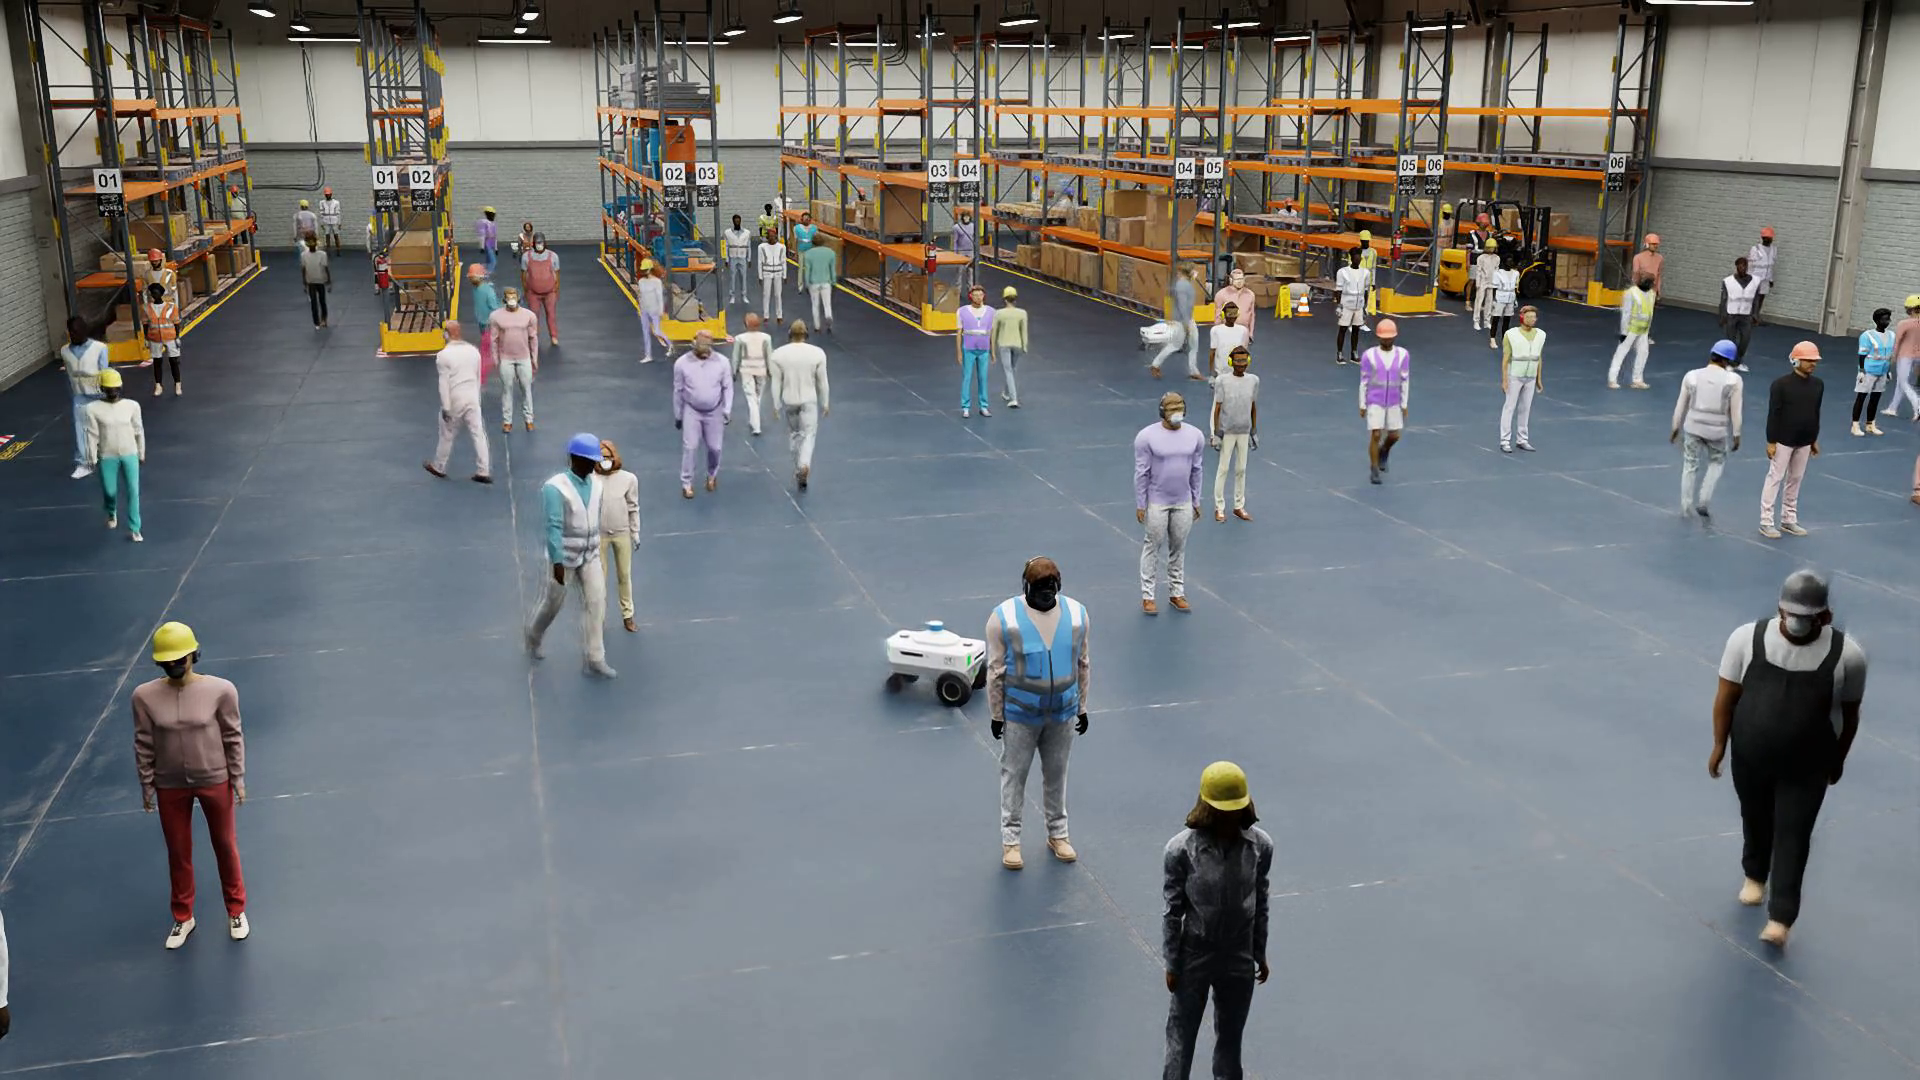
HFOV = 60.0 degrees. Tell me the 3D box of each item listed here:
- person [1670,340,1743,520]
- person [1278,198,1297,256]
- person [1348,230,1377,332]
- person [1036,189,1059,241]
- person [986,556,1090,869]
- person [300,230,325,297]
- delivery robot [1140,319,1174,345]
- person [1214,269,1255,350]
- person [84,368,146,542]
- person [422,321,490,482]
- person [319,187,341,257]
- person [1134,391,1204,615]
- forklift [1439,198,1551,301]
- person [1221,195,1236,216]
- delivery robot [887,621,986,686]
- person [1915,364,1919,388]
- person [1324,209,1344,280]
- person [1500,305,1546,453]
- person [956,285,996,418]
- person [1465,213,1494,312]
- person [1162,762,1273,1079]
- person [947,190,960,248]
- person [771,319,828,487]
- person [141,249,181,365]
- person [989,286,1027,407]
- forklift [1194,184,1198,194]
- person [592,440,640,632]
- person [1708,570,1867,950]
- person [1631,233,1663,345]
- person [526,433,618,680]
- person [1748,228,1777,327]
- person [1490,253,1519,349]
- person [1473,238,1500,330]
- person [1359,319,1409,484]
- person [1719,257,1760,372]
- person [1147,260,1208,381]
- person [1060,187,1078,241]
[{"bbox_3d":[7.858,-1.154,17.526,0.720,1.906,0.503,11,18,36],"label":"person"},{"bbox_3d":[8.838,-8.345,44.888,0.564,1.751,0.330,-4,15,-15],"label":"person"},{"bbox_3d":[7.677,-4.940,31.745,0.588,1.927,0.370,-4,15,-15],"label":"person"},{"bbox_3d":[2.744,-10.096,51.741,0.691,1.613,0.497,4,15,15],"label":"person"},{"bbox_3d":[0.462,0.986,9.609,0.625,1.844,0.429,-4,15,-15],"label":"person"},{"bbox_3d":[-14.038,-5.934,36.136,0.510,1.590,0.904,-7,17,-26],"label":"person"},{"bbox_3d":[3.548,-3.640,29.303,0.707,0.478,0.477,-4,15,-15],"label":"delivery robot"},{"bbox_3d":[4.090,-3.066,24.731,0.641,1.908,0.407,-4,15,-15],"label":"person"},{"bbox_3d":[-8.485,-0.870,16.749,0.538,1.752,0.559,-10,18,-34],"label":"person"},{"bbox_3d":[-5.866,-1.611,19.336,1.010,1.858,0.664,10,18,33],"label":"person"},{"bbox_3d":[-17.661,-8.914,46.679,0.545,1.938,0.361,-4,15,-15],"label":"person"},{"bbox_3d":[1.801,-0.321,14.340,0.630,1.940,0.372,-4,15,-15],"label":"person"},{"bbox_3d":[11.913,-6.508,37.130,2.313,2.155,1.214,-4,15,-15],"label":"forklift"},{"bbox_3d":[7.996,-9.654,49.639,0.506,1.847,0.345,-4,15,-15],"label":"person"},{"bbox_3d":[-0.181,0.847,12.417,0.707,0.478,0.477,6,16,22],"label":"delivery robot"},{"bbox_3d":[14.990,-3.277,25.456,0.545,1.942,0.353,-4,15,-15],"label":"person"},{"bbox_3d":[9.157,-7.211,40.642,0.487,1.744,0.297,-4,15,-15],"label":"person"},{"bbox_3d":[7.070,-2.033,20.952,0.565,1.849,0.389,-4,15,-15],"label":"person"},{"bbox_3d":[0.223,-2.634,23.212,0.565,1.849,0.389,-4,15,-15],"label":"person"},{"bbox_3d":[10.834,-5.787,34.701,0.608,2.048,0.370,-4,15,-15],"label":"person"},{"bbox_3d":[1.075,1.742,6.951,0.487,1.744,0.297,-4,15,-15],"label":"person"},{"bbox_3d":[-0.178,-9.510,49.317,0.355,1.730,0.483,6,16,22],"label":"person"},{"bbox_3d":[-1.840,-1.561,19.059,0.642,1.920,0.828,1,15,4],"label":"person"},{"bbox_3d":[-13.327,-3.885,27.753,0.545,1.938,0.361,-4,15,-15],"label":"person"},{"bbox_3d":[0.709,-2.806,24.108,0.534,1.719,0.900,-5,16,-18],"label":"person"},{"bbox_3d":[7.392,-11.333,53.972,1.873,2.768,1.129,-4,15,-15],"label":"forklift"},{"bbox_3d":[-2.903,-0.025,13.813,0.500,1.633,0.279,-4,15,-15],"label":"person"},{"bbox_3d":[4.328,1.099,8.799,0.690,2.000,1.014,10,18,34],"label":"person"},{"bbox_3d":[12.412,-4.534,30.083,0.612,1.997,0.375,-4,15,-15],"label":"person"},{"bbox_3d":[-3.030,0.091,12.869,0.926,1.903,0.619,12,19,38],"label":"person"},{"bbox_3d":[15.626,-5.103,32.394,0.550,1.928,0.464,-4,15,-13],"label":"person"},{"bbox_3d":[9.691,-4.254,29.605,0.536,1.697,0.318,-4,15,-15],"label":"person"},{"bbox_3d":[10.167,-4.932,32.064,0.487,1.746,0.289,-4,15,-15],"label":"person"},{"bbox_3d":[4.893,-1.616,19.247,0.565,1.919,0.546,1,15,2],"label":"person"},{"bbox_3d":[12.618,-3.650,26.988,0.639,1.883,0.550,2,15,8],"label":"person"},{"bbox_3d":[3.447,-3.450,26.191,0.903,1.910,0.634,7,16,24],"label":"person"},{"bbox_3d":[3.072,-9.072,47.336,0.625,1.912,0.949,-8,17,-27],"label":"person"}]
